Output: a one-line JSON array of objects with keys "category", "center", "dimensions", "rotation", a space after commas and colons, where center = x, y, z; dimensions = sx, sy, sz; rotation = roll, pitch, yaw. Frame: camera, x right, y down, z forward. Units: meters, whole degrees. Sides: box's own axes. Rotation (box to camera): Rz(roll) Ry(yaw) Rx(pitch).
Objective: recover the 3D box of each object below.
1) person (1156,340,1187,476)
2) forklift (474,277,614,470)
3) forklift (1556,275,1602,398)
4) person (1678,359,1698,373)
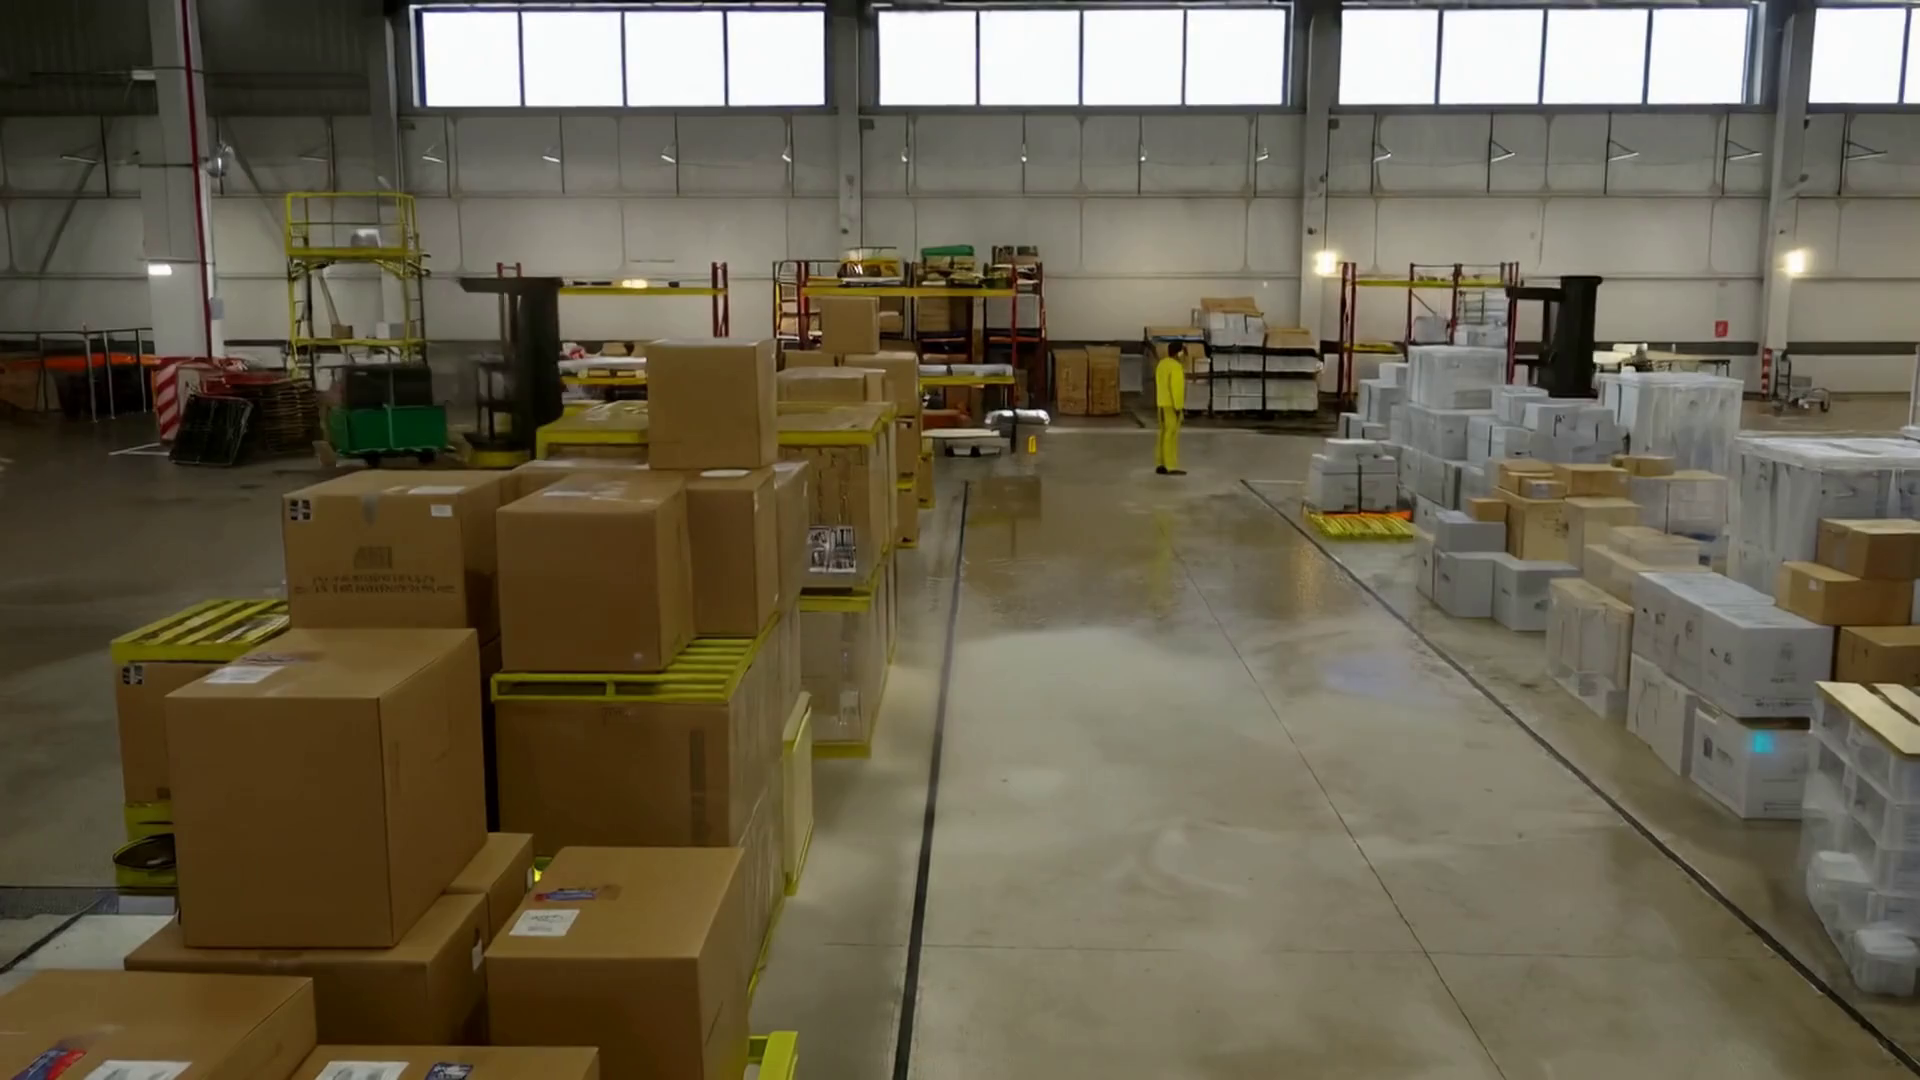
[{"category": "person", "center": [3.006, -1.884, 23.753], "dimensions": [0.370, 1.934, 0.627], "rotation": [-3, 10, -18]}, {"category": "forklift", "center": [-5.764, -2.251, 23.121], "dimensions": [1.873, 2.768, 1.129], "rotation": [-4, 10, -25]}, {"category": "forklift", "center": [9.788, -2.808, 26.454], "dimensions": [1.873, 2.768, 1.129], "rotation": [0, 9, 1]}, {"category": "person", "center": [9.009, -1.319, 20.662], "dimensions": [0.624, 1.838, 0.430], "rotation": [-3, 10, -16]}]
